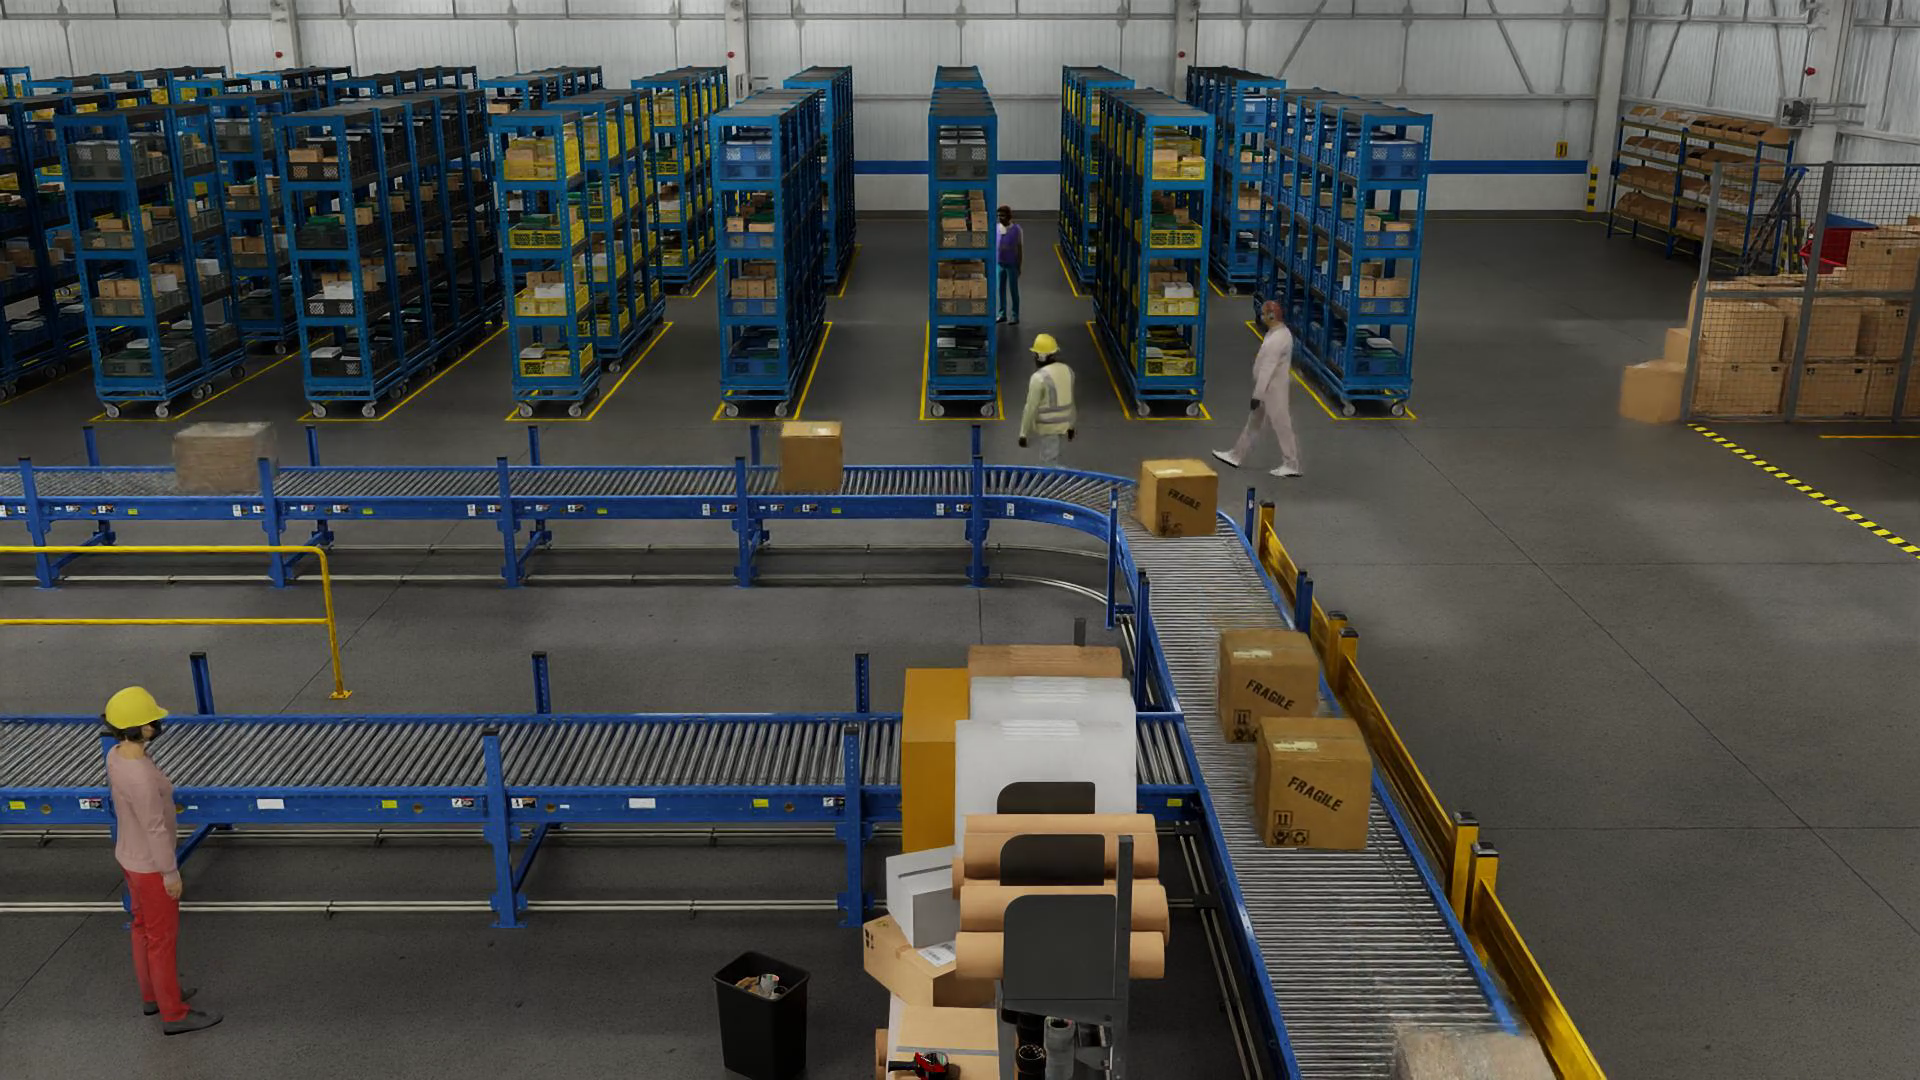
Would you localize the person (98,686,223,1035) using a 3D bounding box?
[{"bbox_3d":[-3.895,1.538,8.041,0.315,1.769,0.524,-16,24,-40],"label":"person"}]

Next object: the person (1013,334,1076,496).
[{"bbox_3d":[0.792,-1.116,16.176,0.901,1.784,0.617,14,22,36],"label":"person"}]

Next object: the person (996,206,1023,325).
[{"bbox_3d":[0.724,-4.275,25.851,0.571,1.831,0.409,11,21,30],"label":"person"}]

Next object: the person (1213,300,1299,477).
[{"bbox_3d":[3.177,-1.593,17.527,0.964,1.856,0.678,4,18,13],"label":"person"}]
